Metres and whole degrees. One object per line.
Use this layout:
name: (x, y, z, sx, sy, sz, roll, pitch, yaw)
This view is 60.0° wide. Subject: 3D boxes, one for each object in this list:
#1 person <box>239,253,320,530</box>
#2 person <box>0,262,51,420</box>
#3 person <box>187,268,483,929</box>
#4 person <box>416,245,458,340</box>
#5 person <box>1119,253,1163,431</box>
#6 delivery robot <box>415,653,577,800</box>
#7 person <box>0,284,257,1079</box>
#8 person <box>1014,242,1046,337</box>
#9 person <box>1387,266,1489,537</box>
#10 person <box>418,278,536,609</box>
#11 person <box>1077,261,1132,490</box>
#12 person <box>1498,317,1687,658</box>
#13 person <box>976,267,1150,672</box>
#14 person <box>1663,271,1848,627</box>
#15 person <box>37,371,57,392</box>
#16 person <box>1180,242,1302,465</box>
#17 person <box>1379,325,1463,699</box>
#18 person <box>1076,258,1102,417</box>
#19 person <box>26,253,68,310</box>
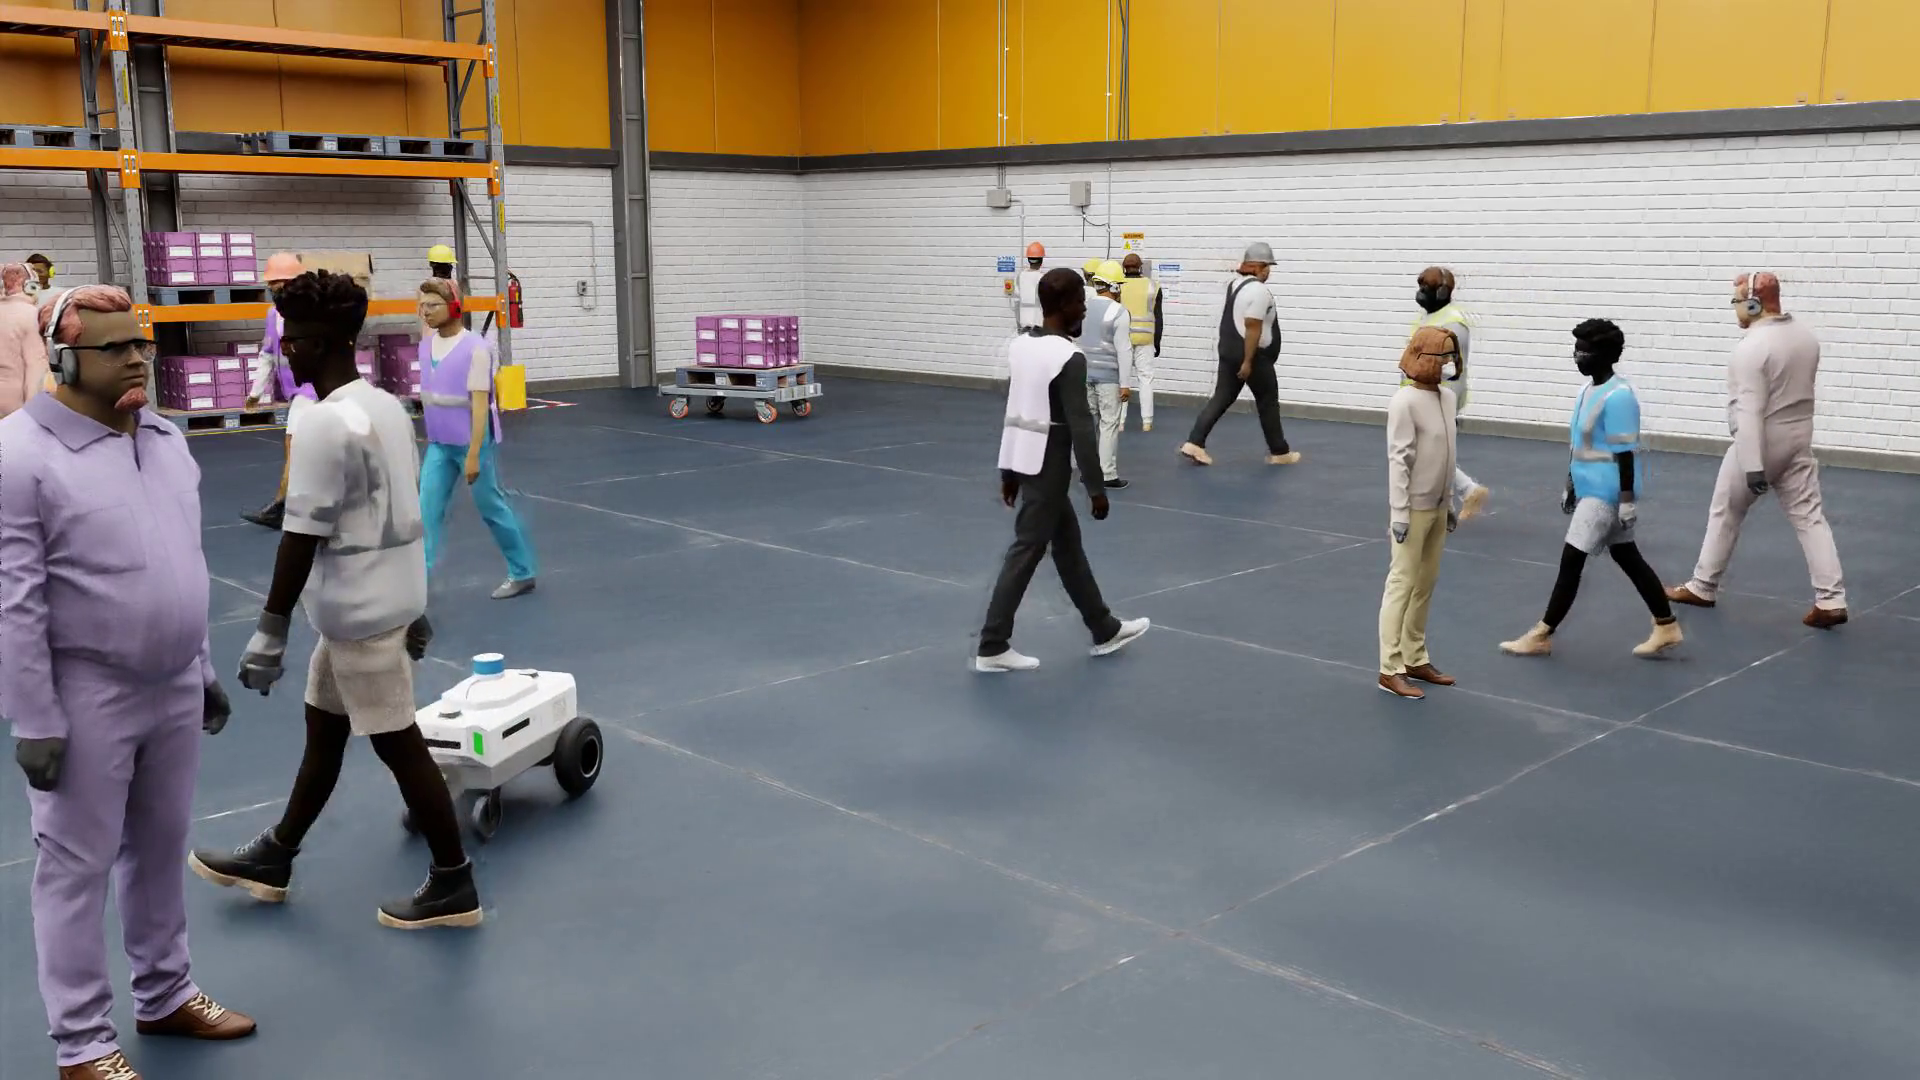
person: (-4.659, -1.029, 11.560, 0.562, 1.889, 0.962, 8, 13, 38)
person: (-6.228, -0.917, 11.088, 0.651, 1.841, 1.054, 4, 11, 22)
person: (-1.863, 0.197, 4.794, 0.960, 1.923, 0.610, -1, 10, -5)
person: (-5.089, -1.929, 16.369, 0.585, 1.928, 0.379, 9, 14, 40)
person: (1.788, -2.038, 17.222, 0.619, 1.838, 0.430, 0, 10, 0)
delivery robot: (-1.644, 0.642, 5.840, 0.477, 0.478, 0.707, 3, 11, 15)
person: (-1.979, 0.359, 3.949, 0.403, 1.911, 0.637, 3, 11, 14)
person: (0.908, -2.607, 20.024, 0.551, 1.941, 0.340, 9, 14, 41)
person: (3.234, -0.913, 11.115, 0.630, 1.824, 0.642, 0, 10, 0)
person: (-2.720, -0.515, 9.024, 0.584, 1.797, 0.965, 8, 13, 36)
person: (1.161, -1.308, 13.288, 0.404, 1.824, 0.586, -9, 13, -39)
person: (3.081, -0.230, 7.887, 0.874, 1.649, 0.532, 2, 11, 9)
person: (0.506, -0.318, 7.737, 0.988, 1.864, 0.611, -4, 11, -21)
person: (4.247, -0.476, 8.705, 0.649, 1.848, 1.030, -5, 11, -24)
person: (-4.233, -0.276, 8.194, 0.534, 1.623, 0.447, 3, 11, 17)
person: (2.462, -1.666, 14.630, 1.091, 2.000, 0.695, -4, 11, -20)
person: (2.049, -0.130, 7.361, 0.275, 1.632, 0.507, 9, 14, 42)
person: (1.465, -2.252, 18.575, 0.328, 1.767, 0.531, -4, 11, -19)
person: (-8.328, -1.677, 15.200, 0.505, 1.860, 0.320, -2, 11, -12)
